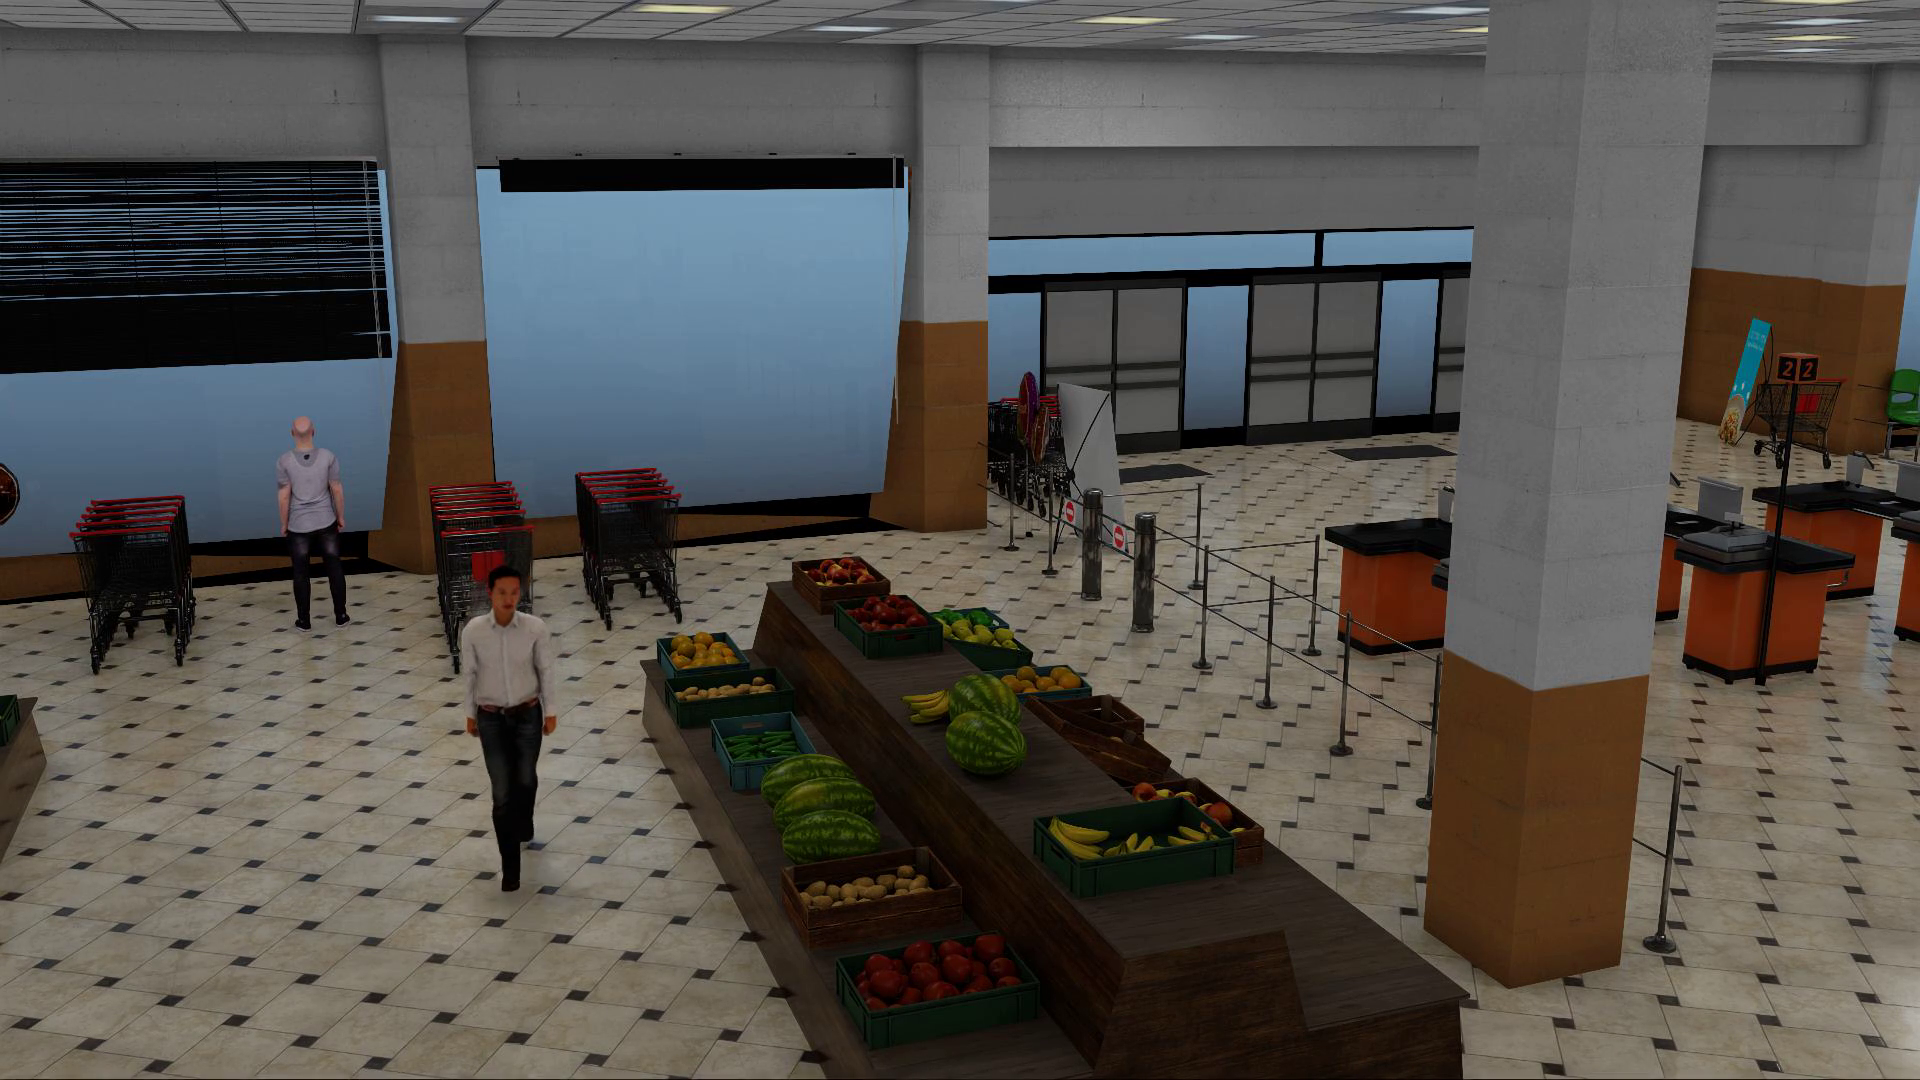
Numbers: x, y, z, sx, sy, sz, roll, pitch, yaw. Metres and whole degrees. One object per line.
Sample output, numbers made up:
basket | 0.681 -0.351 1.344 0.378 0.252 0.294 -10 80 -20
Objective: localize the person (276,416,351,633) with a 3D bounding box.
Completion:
person | -5.501 -0.148 14.106 0.695 1.837 0.608 -7 15 -26

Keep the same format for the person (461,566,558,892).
person | -2.551 1.009 9.497 0.734 1.761 1.236 -4 14 -14
